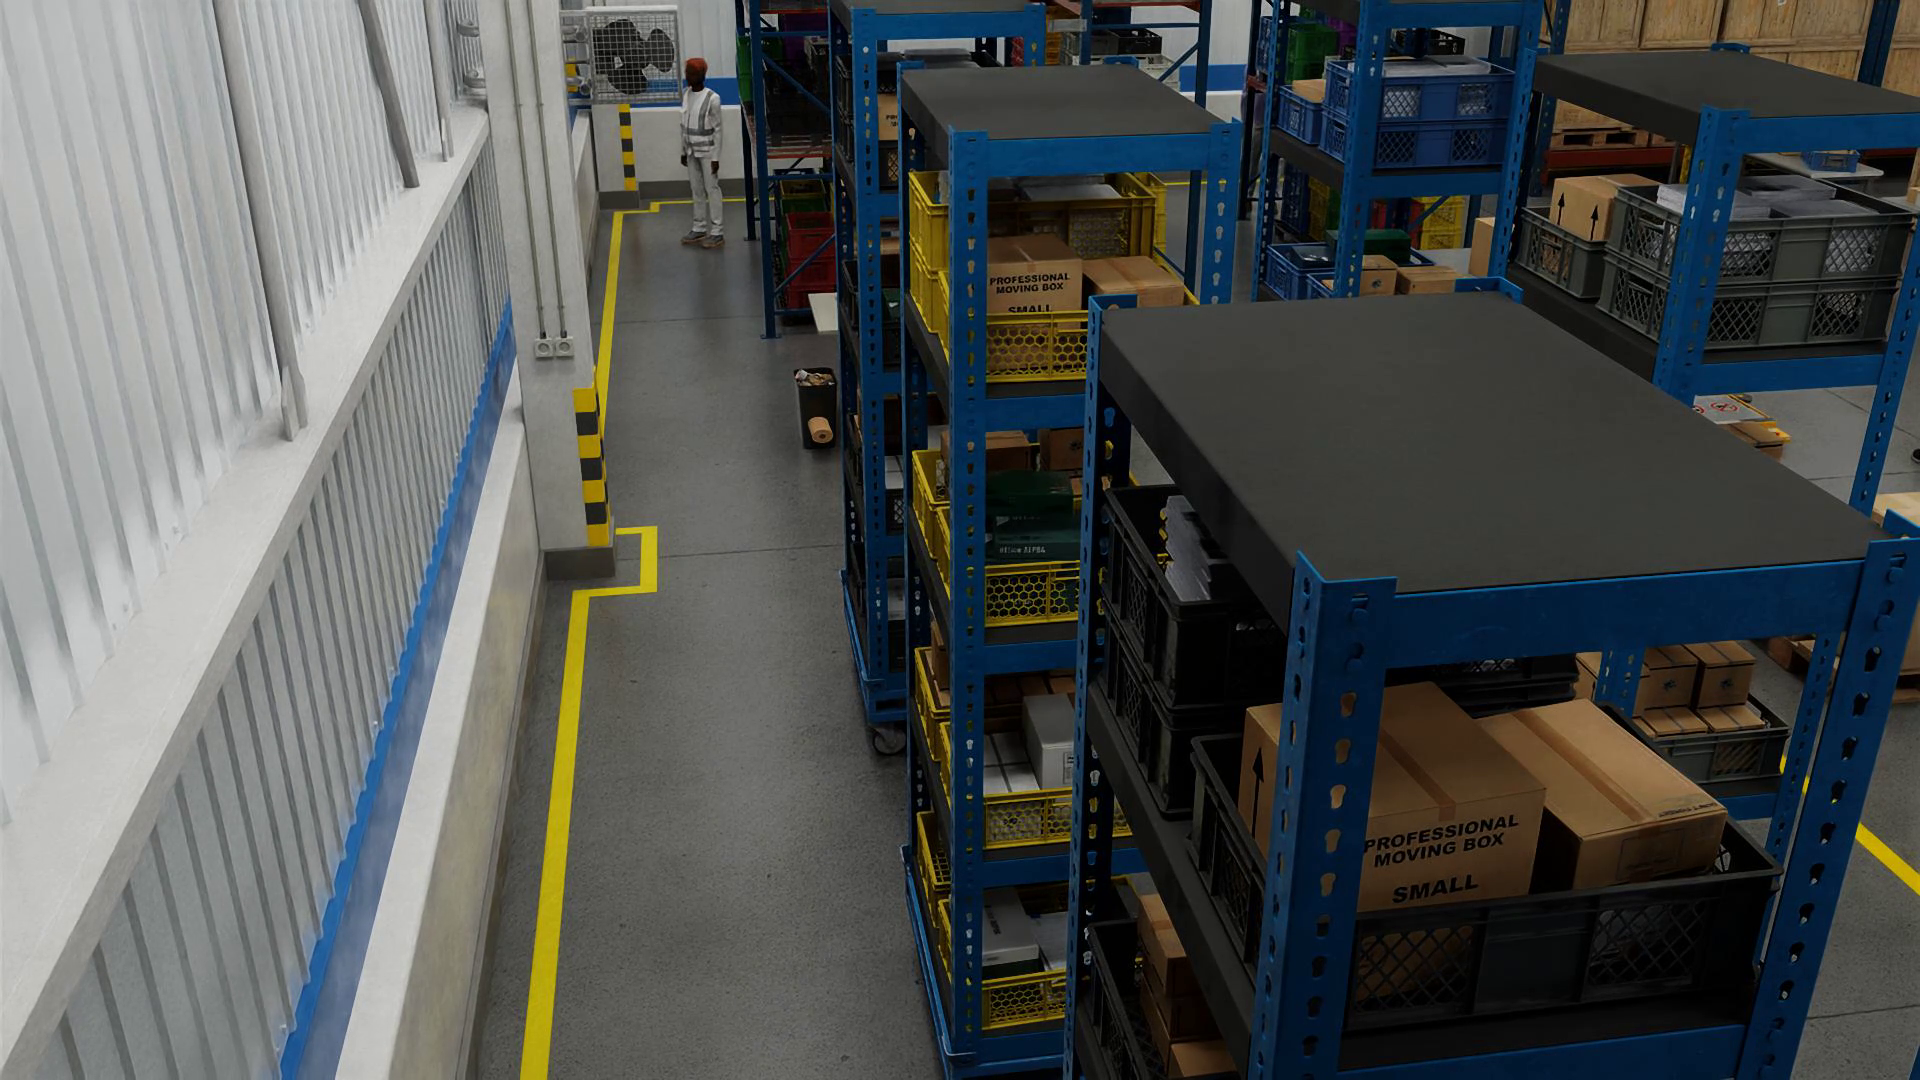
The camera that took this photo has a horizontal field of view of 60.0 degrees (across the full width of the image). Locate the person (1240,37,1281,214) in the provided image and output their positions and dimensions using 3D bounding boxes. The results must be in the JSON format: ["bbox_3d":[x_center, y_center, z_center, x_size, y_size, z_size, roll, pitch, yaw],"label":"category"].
[{"bbox_3d":[3.365,-4.550,18.176,0.627,1.940,0.371,6,25,14],"label":"person"}]

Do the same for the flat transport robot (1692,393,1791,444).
[{"bbox_3d":[5.224,-0.859,12.132,1.431,0.197,0.652,-4,25,-8],"label":"flat transport robot"}]

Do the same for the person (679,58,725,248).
[{"bbox_3d":[-2.636,-3.929,16.891,0.576,1.885,0.355,19,31,36],"label":"person"}]

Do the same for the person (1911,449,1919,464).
[{"bbox_3d":[6.937,-1.351,11.342,0.591,1.837,0.403,5,25,11],"label":"person"}]
